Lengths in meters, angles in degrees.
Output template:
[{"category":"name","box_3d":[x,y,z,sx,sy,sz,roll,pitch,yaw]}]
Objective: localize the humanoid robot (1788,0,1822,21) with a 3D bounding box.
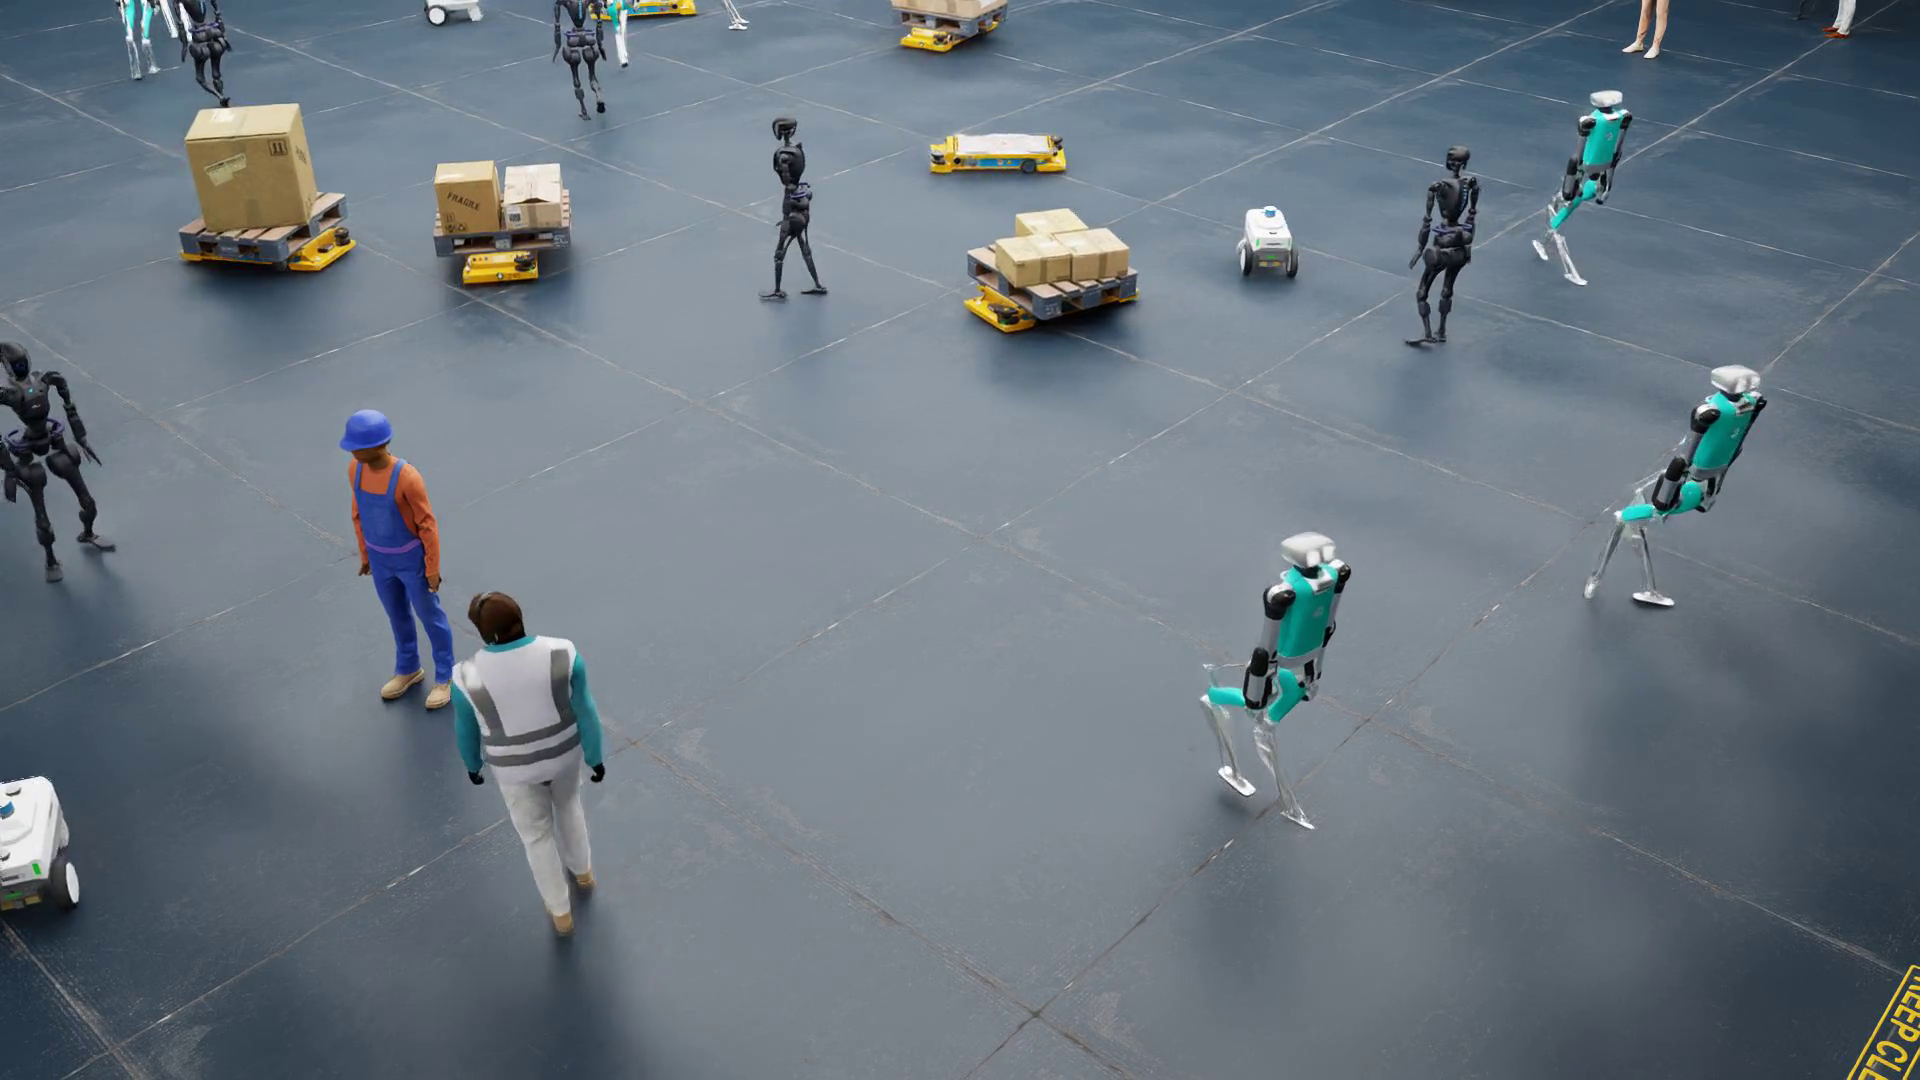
[{"category":"humanoid robot","box_3d":[11.688,-7.910,22.573,0.580,1.639,0.592,-6,32,-10]}]

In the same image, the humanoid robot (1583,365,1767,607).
[{"category":"humanoid robot","box_3d":[4.360,-0.373,10.360,0.590,1.773,0.879,-15,35,-23]}]

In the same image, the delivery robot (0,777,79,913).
[{"category":"delivery robot","box_3d":[-4.752,1.561,8.379,0.499,0.604,0.808,-11,33,-17]}]

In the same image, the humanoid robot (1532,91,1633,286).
[{"category":"humanoid robot","box_3d":[5.507,-3.259,15.058,0.531,1.772,0.999,-13,34,-19]}]

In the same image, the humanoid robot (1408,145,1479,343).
[{"category":"humanoid robot","box_3d":[4.021,-2.420,13.716,0.597,1.638,0.402,-16,35,-24]}]

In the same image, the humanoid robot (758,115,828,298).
[{"category":"humanoid robot","box_3d":[-1.493,-2.904,14.504,0.604,1.637,0.607,1,32,2]}]

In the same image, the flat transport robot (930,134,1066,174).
[{"category":"flat transport robot","box_3d":[0.399,-4.137,17.816,1.431,0.231,0.659,-1,32,-1]}]

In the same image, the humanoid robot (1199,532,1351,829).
[{"category":"humanoid robot","box_3d":[1.572,0.683,8.679,0.544,1.801,0.828,-21,38,-30]}]

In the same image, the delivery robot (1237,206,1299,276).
[{"category":"delivery robot","box_3d":[2.836,-2.781,15.350,0.512,0.584,0.740,1,32,1]}]

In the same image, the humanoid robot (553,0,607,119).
[{"category":"humanoid robot","box_3d":[-4.315,-5.598,18.837,0.610,1.651,0.370,-16,35,-24]}]

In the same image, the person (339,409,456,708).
[{"category":"person","box_3d":[-3.181,0.105,9.432,0.520,1.907,0.370,12,34,18]}]

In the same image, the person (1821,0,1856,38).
[{"category":"person","box_3d":[11.701,-7.532,21.821,0.370,1.822,0.496,7,33,11]}]

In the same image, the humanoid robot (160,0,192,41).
[{"category":"humanoid robot","box_3d":[-10.422,-7.435,21.727,0.531,1.797,0.677,-11,34,-17]}]

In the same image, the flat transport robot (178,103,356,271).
[{"category":"flat transport robot","box_3d":[-6.500,-2.788,15.644,1.431,0.231,0.659,7,32,11]}]

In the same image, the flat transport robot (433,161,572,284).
[{"category":"flat transport robot","box_3d":[-4.257,-2.784,15.637,0.659,0.231,1.431,-6,32,-10]}]

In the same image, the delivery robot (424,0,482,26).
[{"category":"delivery robot","box_3d":[-6.962,-7.373,22.748,0.791,0.587,0.499,-11,33,-17]}]

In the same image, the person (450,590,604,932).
[{"category":"person","box_3d":[-2.054,1.057,7.998,0.642,1.804,0.635,-15,35,-22]}]

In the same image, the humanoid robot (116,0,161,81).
[{"category":"humanoid robot","box_3d":[-10.105,-6.479,20.277,0.555,1.812,0.955,-2,32,-3]}]

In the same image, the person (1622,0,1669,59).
[{"category":"person","box_3d":[8.832,-7.048,20.981,0.358,1.876,0.517,-17,36,-26]}]

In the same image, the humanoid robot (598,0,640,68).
[{"category":"humanoid robot","box_3d":[-4.269,-6.743,20.634,0.561,1.739,1.049,-10,33,-15]}]

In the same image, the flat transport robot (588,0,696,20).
[{"category":"flat transport robot","box_3d":[-4.437,-7.446,23.144,1.431,0.231,0.659,-8,33,-12]}]

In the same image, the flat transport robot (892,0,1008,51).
[{"category":"flat transport robot","box_3d":[-0.142,-6.776,22.066,0.659,0.231,1.431,17,36,26]}]

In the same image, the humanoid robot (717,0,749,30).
[{"category":"humanoid robot","box_3d":[-3.067,-7.706,22.114,0.689,1.740,0.530,1,32,2]}]

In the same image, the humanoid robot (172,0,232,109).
[{"category":"humanoid robot","box_3d":[-8.592,-5.708,19.011,0.467,1.636,0.610,20,37,28]}]

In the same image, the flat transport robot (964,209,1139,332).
[{"category":"flat transport robot","box_3d":[0.812,-2.163,14.637,1.431,0.231,0.659,-19,36,-27]}]

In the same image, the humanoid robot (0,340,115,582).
[{"category":"humanoid robot","box_3d":[-5.914,-0.556,10.714,0.395,1.637,0.609,21,37,30]}]
